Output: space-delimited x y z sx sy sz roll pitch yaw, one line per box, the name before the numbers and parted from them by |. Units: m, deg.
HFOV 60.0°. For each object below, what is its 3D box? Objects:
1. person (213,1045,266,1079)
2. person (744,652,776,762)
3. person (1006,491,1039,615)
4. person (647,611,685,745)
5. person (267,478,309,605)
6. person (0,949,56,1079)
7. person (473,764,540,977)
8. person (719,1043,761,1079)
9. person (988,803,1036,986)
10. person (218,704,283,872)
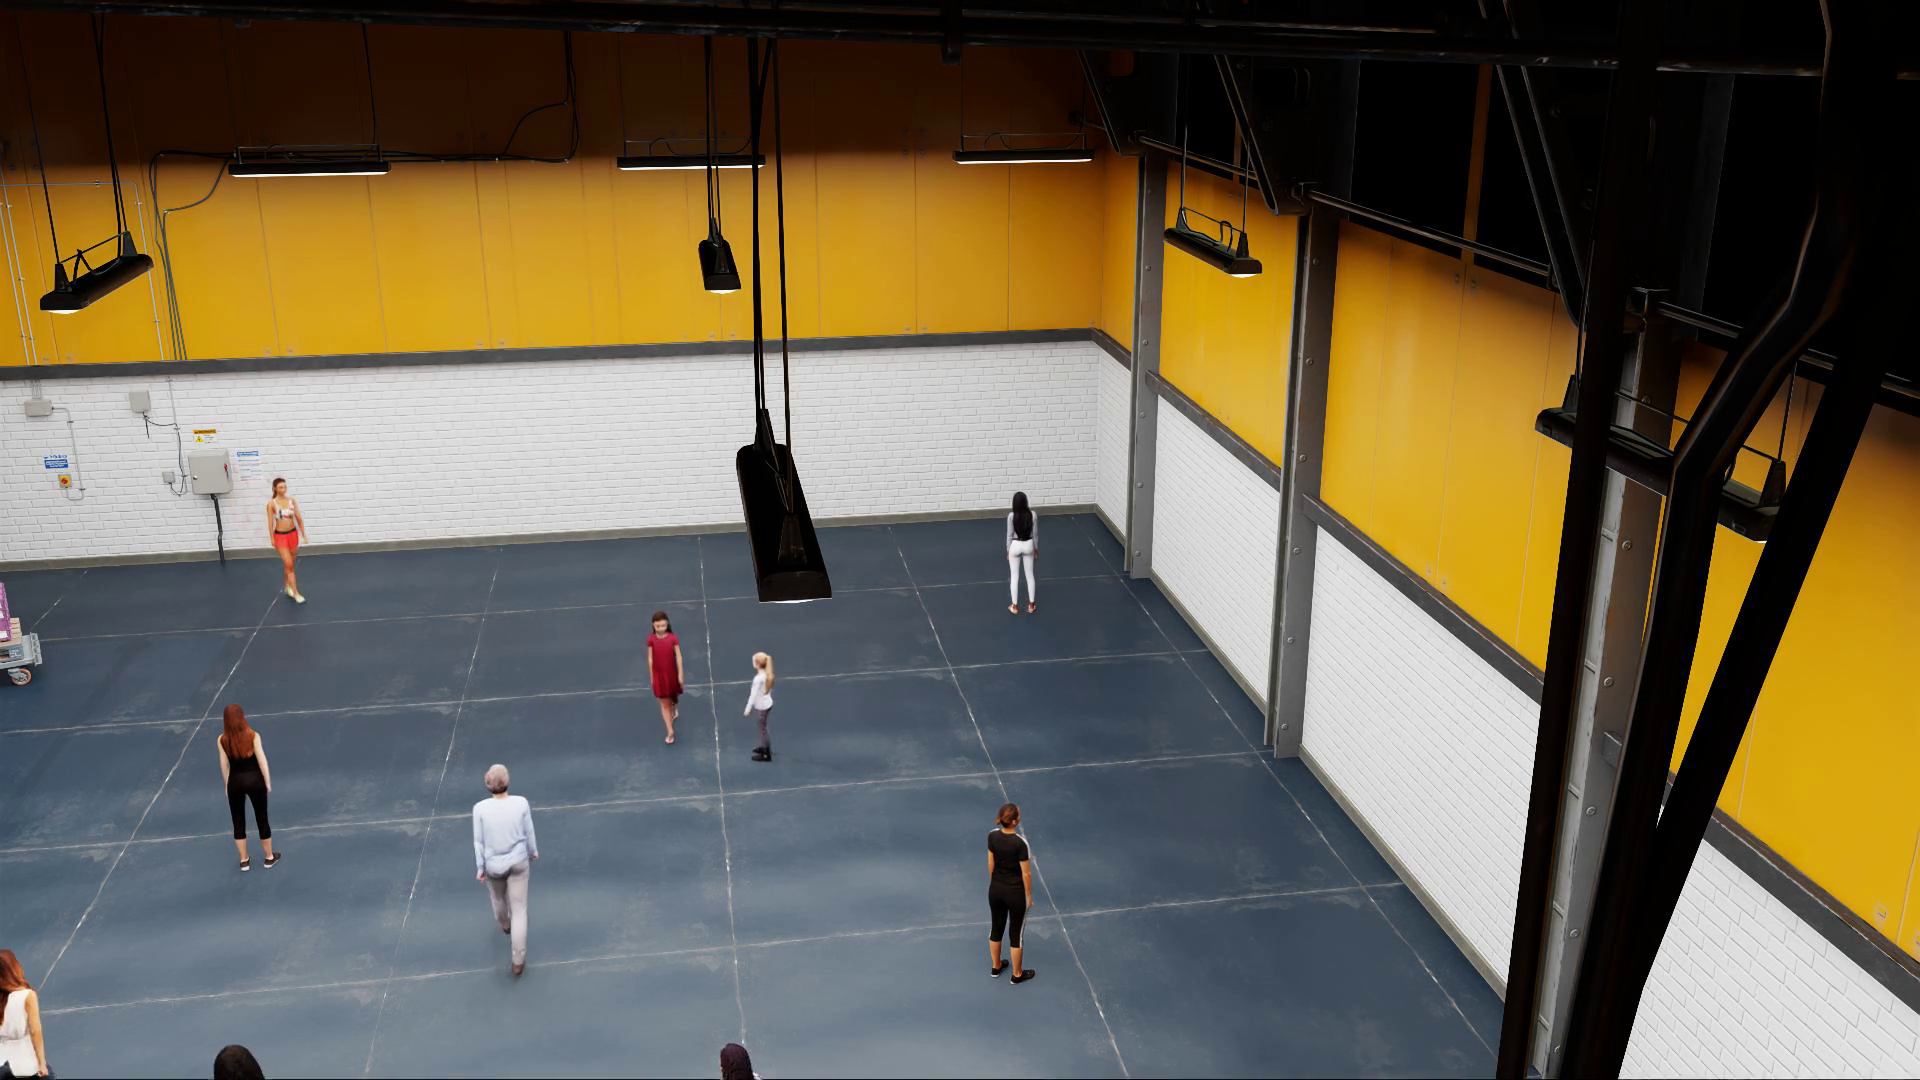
person | -4.620 4.155 10.734 0.811 1.819 0.849 6 19 17
person | -2.153 1.852 18.425 0.649 1.273 0.590 4 19 12
person | 0.847 0.161 22.742 0.597 1.723 0.525 -2 19 -6
person | -3.369 1.508 19.044 0.536 1.530 0.946 -4 19 -10
person | -9.445 -0.026 23.237 1.041 1.762 0.914 16 25 40
person | -6.773 3.817 11.871 0.749 1.734 1.180 0 19 0
person | -3.930 2.894 14.450 0.771 1.836 1.221 -5 19 -15
person | -1.406 4.128 11.127 0.782 1.619 0.736 15 24 38
person | 0.420 3.024 14.325 0.655 1.669 0.721 13 23 35
person | -6.933 2.384 16.136 0.555 1.726 0.496 -4 19 -10
